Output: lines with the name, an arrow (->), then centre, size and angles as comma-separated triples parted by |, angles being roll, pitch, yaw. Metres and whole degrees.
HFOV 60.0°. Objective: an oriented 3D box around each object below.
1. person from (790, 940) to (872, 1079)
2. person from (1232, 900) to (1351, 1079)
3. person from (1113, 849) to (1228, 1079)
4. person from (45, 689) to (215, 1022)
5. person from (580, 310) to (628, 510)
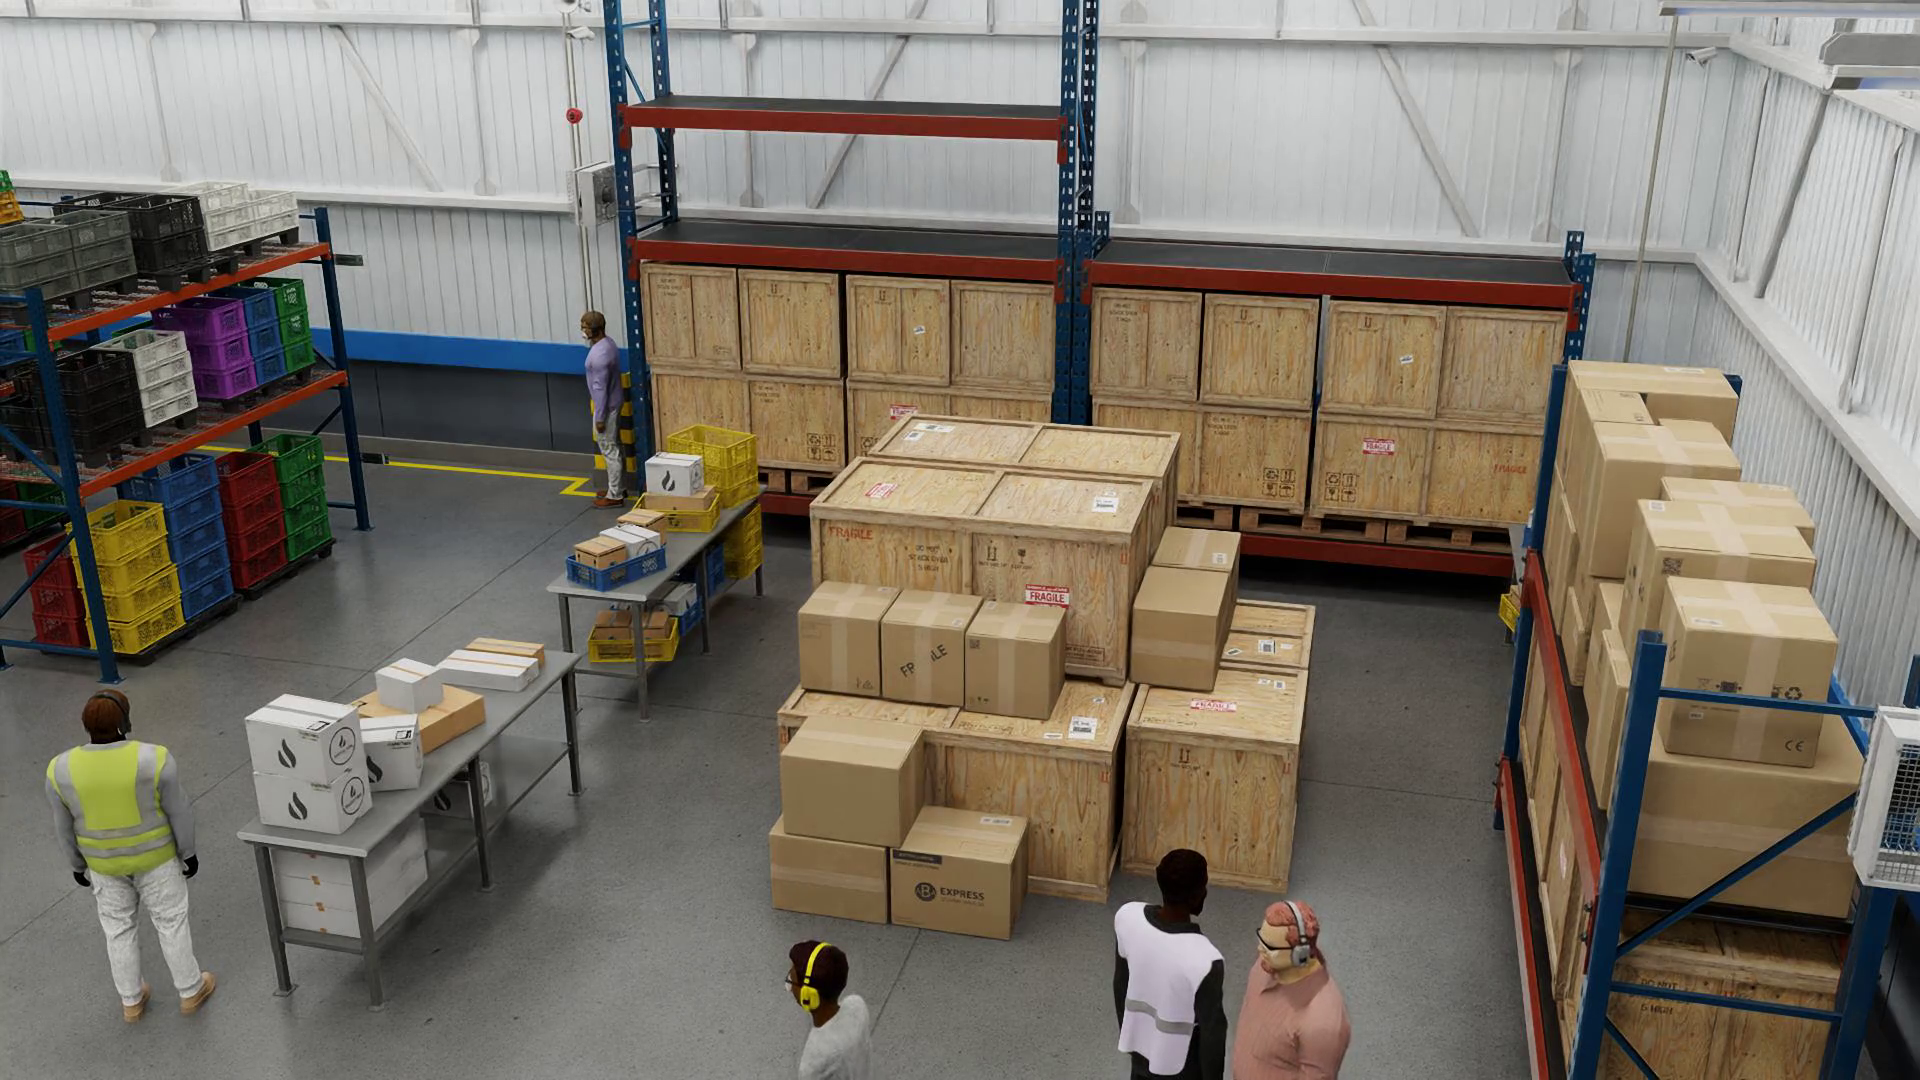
person -> -0.489, 2.400, 6.530 | 0.348, 1.860, 0.513 | 7, 22, 18
person -> 1.289, 2.290, 6.756 | 0.399, 1.901, 0.644 | -4, 21, -10
person -> 0.882, 2.166, 7.053 | 0.392, 1.918, 0.589 | -17, 27, -37
person -> -4.261, 1.622, 8.579 | 0.632, 1.842, 0.429 | -4, 21, -11
person -> -3.411, -1.262, 16.005 | 0.368, 1.933, 0.626 | -1, 21, -4
